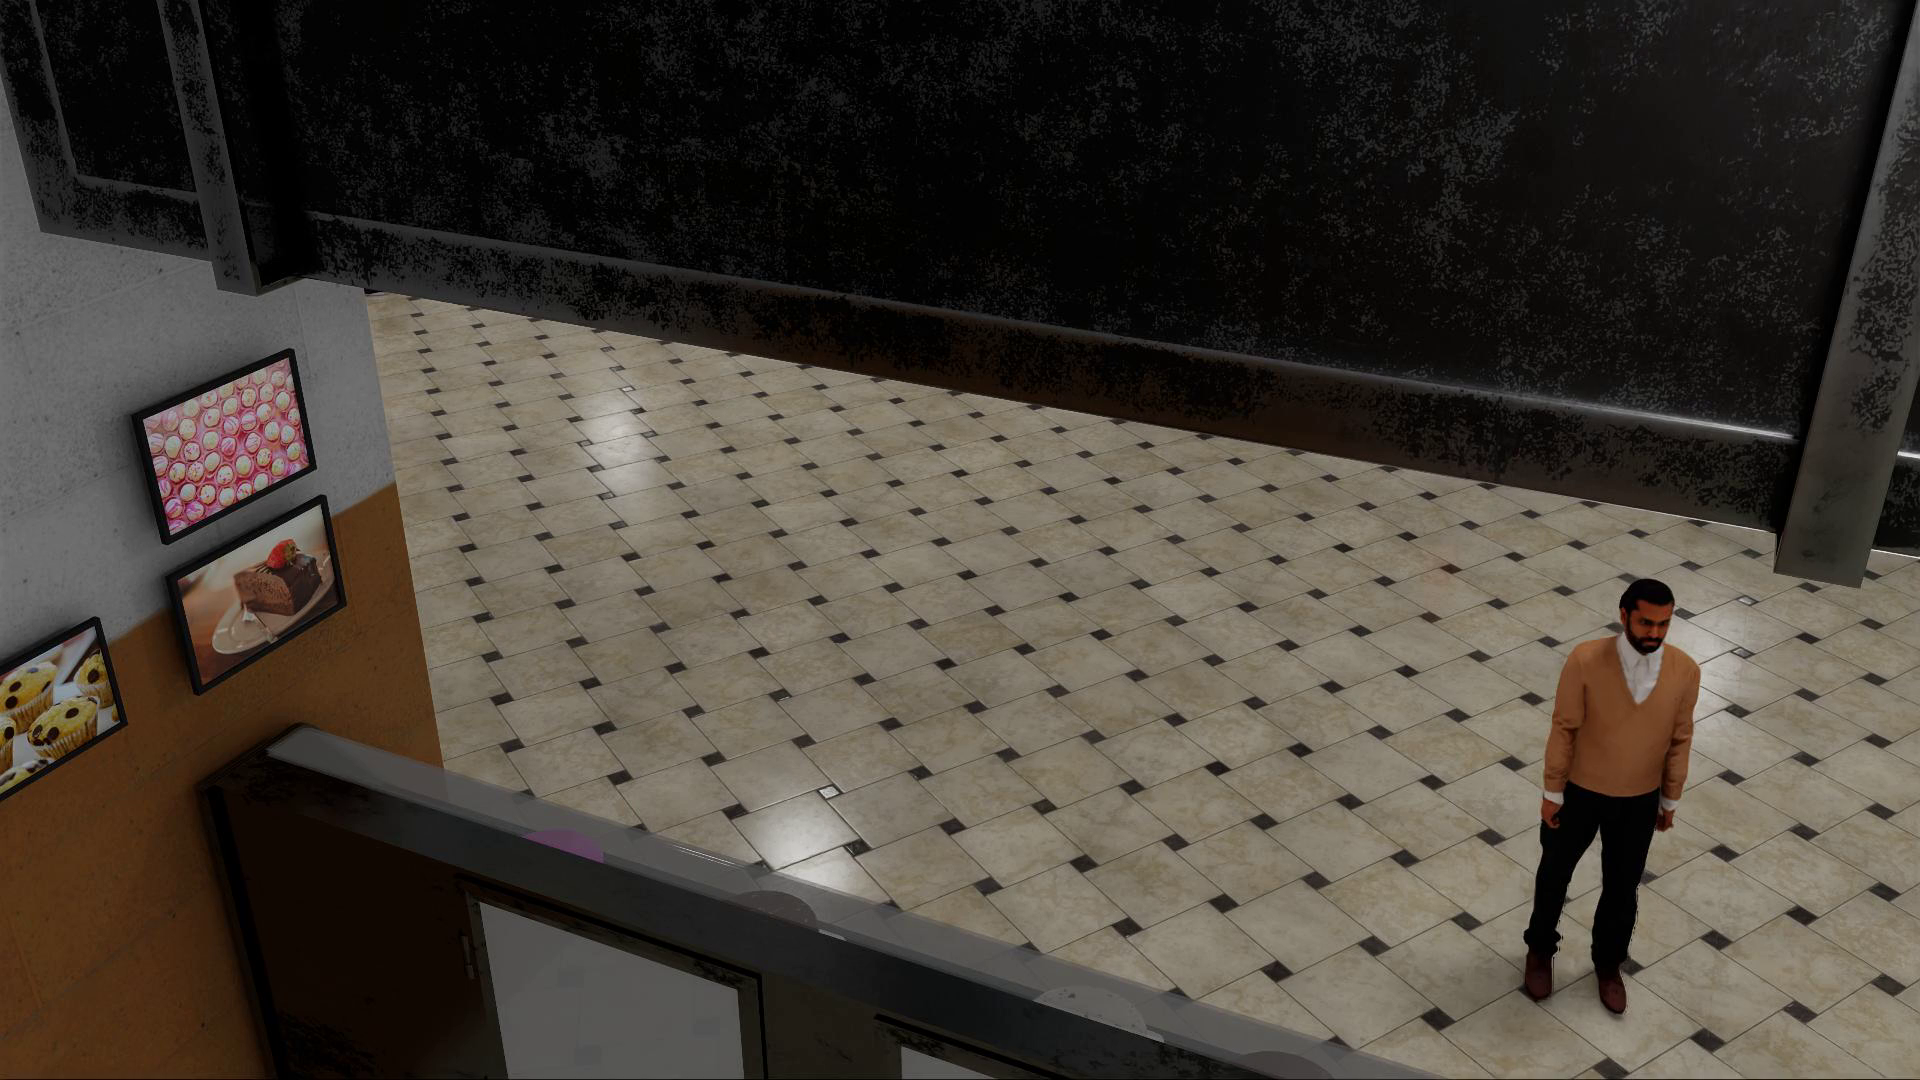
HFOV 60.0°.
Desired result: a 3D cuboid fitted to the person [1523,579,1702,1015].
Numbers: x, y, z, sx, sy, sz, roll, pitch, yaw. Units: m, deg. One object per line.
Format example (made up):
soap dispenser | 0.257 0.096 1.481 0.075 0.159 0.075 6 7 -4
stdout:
person | 2.381 0.917 6.172 0.729 1.754 0.717 4 27 8
